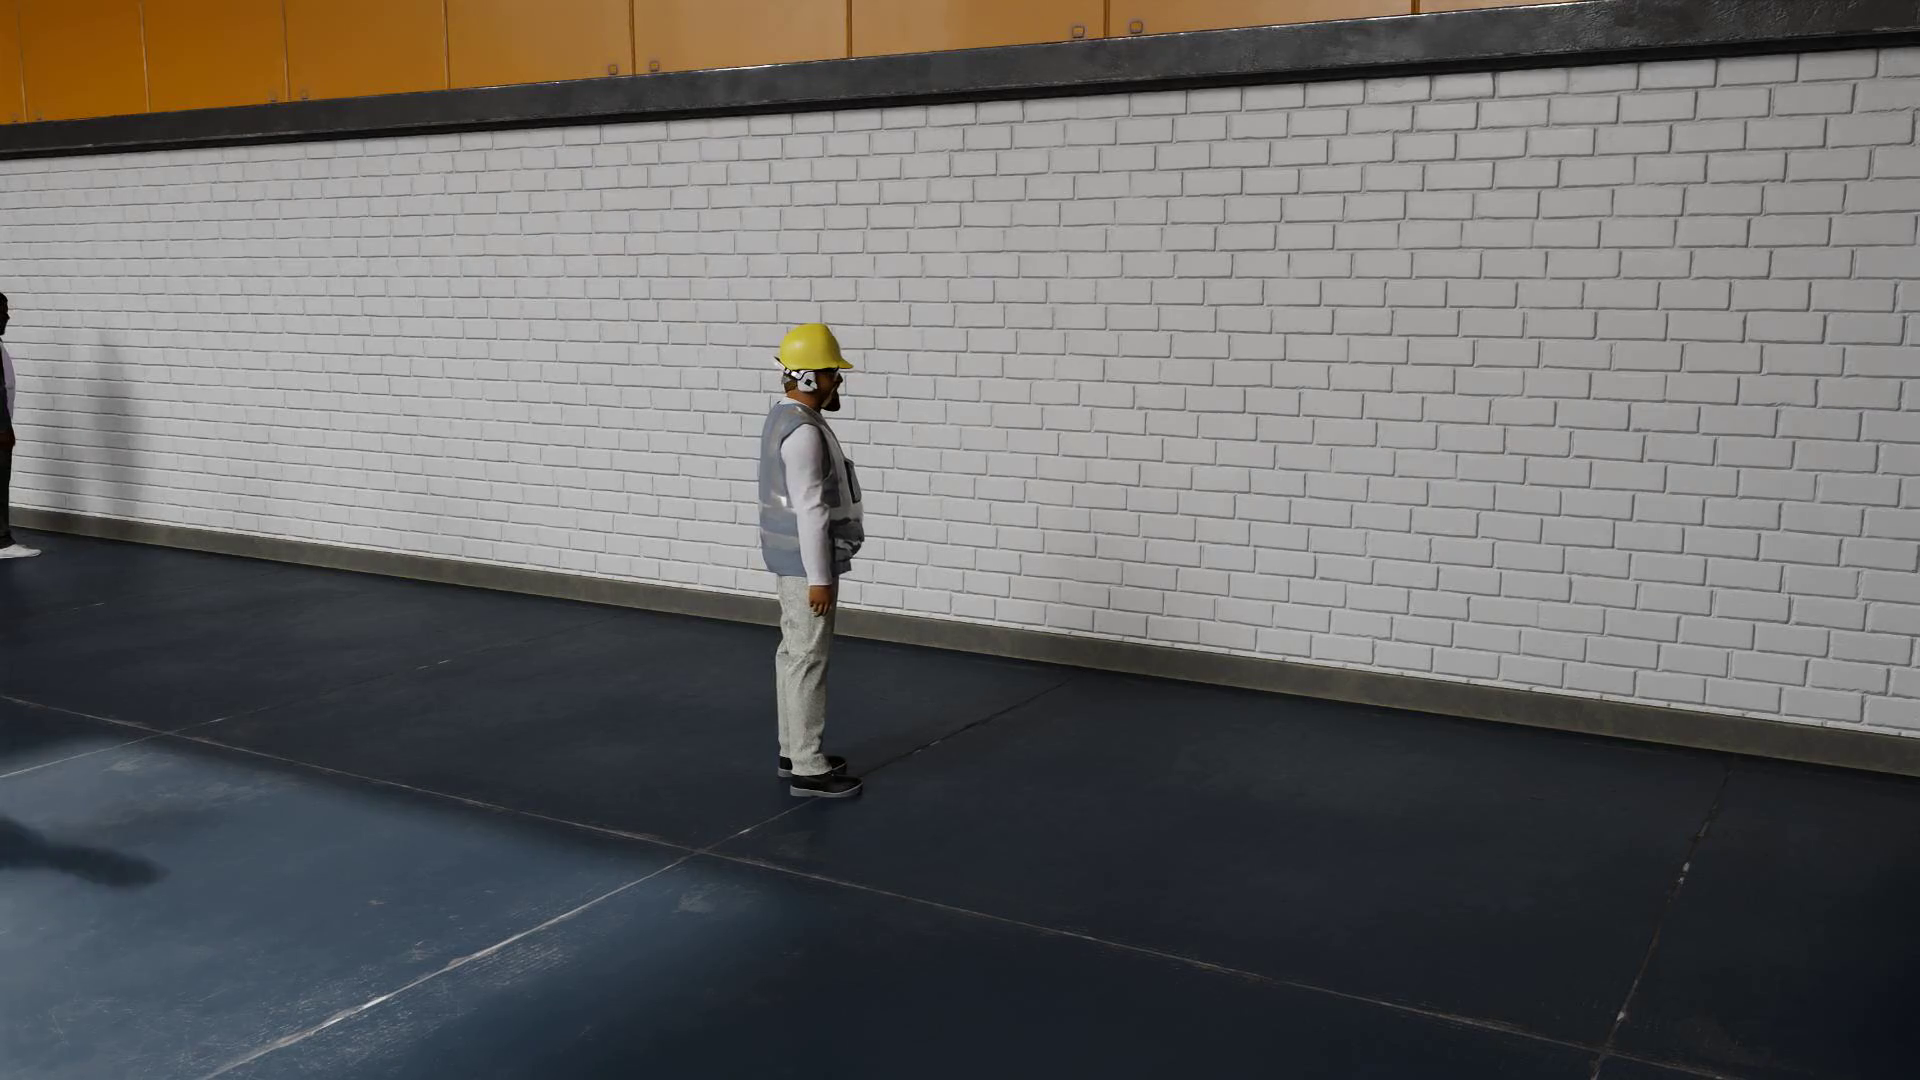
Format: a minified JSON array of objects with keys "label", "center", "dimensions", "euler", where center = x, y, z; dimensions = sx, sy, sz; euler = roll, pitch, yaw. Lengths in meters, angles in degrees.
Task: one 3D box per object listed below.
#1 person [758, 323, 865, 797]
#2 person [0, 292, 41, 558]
[{"label":"person","center":[-0.576,0.077,6.487],"dimensions":[0.404,1.831,0.600],"euler":[-2,9,-14]},{"label":"person","center":[-6.903,-0.823,11.857],"dimensions":[0.389,1.915,0.587],"euler":[-8,12,-42]}]
